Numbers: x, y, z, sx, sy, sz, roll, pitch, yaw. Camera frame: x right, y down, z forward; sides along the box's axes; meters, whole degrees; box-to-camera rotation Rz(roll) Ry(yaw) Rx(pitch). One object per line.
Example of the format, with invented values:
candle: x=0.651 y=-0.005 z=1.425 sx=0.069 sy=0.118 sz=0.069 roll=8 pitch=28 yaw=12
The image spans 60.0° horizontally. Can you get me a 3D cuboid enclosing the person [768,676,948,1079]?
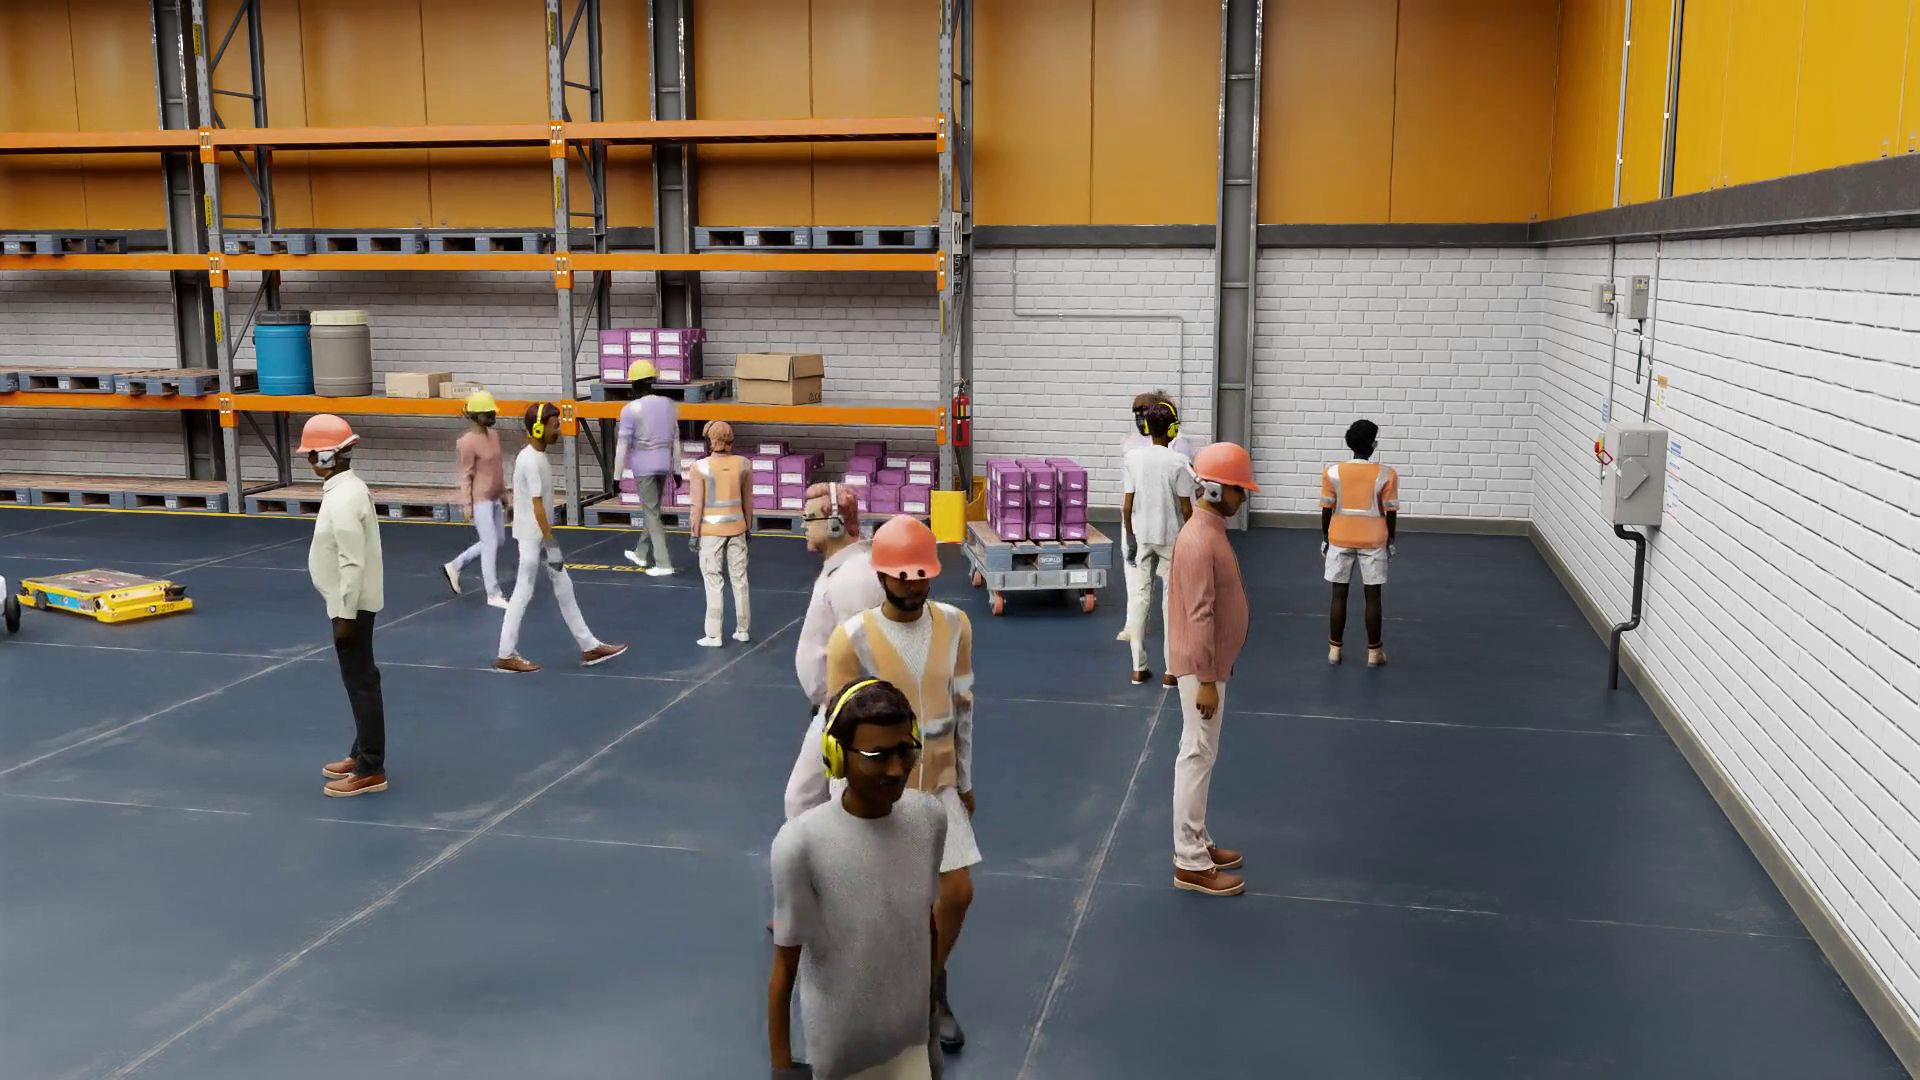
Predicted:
person: x=-0.270 y=1.203 z=4.007 sx=0.527 sy=1.842 sz=0.878 roll=-7 pitch=12 yaw=-37

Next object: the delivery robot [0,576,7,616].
delivery robot: x=-7.185 y=0.422 z=12.120 sx=0.477 sy=0.478 sz=0.707 roll=-4 pitch=10 yaw=-23

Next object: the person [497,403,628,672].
person: x=-2.711 y=-0.001 z=11.137 sx=0.927 sy=1.820 sz=0.564 roll=-1 pitch=10 yaw=-6

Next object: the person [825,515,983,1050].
person: x=-0.173 y=0.862 z=5.755 sx=0.583 sy=1.915 sz=0.549 roll=-5 pitch=11 yaw=-25

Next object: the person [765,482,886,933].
person: x=-0.552 y=0.698 z=6.843 sx=0.732 sy=1.879 sz=0.683 roll=0 pitch=10 yaw=0

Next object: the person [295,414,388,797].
person: x=-3.206 y=0.336 z=8.671 sx=0.391 sy=1.989 sz=0.610 roll=-3 pitch=10 yaw=-17

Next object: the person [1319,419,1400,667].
person: x=2.726 y=0.020 z=11.390 sx=0.537 sy=1.698 sz=0.320 roll=4 pitch=10 yaw=21

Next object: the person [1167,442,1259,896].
person: x=1.108 y=0.555 z=7.375 sx=0.387 sy=1.989 sz=0.608 roll=2 pitch=10 yaw=10

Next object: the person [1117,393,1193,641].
person: x=1.452 y=-0.178 z=12.236 sx=0.632 sy=1.821 sz=0.672 roll=8 pitch=13 yaw=40

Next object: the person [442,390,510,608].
person: x=-3.872 y=-0.328 z=13.297 sx=0.625 sy=1.752 sz=0.522 roll=2 pitch=10 yaw=11

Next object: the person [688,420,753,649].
person: x=-1.711 y=-0.041 z=11.936 sx=0.525 sy=1.639 sz=0.307 roll=-8 pitch=12 yaw=-39

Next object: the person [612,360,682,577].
person: x=-2.813 y=-0.631 z=14.657 sx=0.799 sy=1.893 sz=0.613 roll=7 pitch=12 yaw=38

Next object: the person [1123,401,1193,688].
person: x=1.308 y=0.032 z=10.837 sx=0.508 sy=1.867 sz=0.329 roll=6 pitch=11 yaw=31

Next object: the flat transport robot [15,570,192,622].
flat transport robot: x=-6.822 y=0.425 z=13.221 sx=1.431 sy=0.197 sz=0.652 roll=6 pitch=11 yaw=33
